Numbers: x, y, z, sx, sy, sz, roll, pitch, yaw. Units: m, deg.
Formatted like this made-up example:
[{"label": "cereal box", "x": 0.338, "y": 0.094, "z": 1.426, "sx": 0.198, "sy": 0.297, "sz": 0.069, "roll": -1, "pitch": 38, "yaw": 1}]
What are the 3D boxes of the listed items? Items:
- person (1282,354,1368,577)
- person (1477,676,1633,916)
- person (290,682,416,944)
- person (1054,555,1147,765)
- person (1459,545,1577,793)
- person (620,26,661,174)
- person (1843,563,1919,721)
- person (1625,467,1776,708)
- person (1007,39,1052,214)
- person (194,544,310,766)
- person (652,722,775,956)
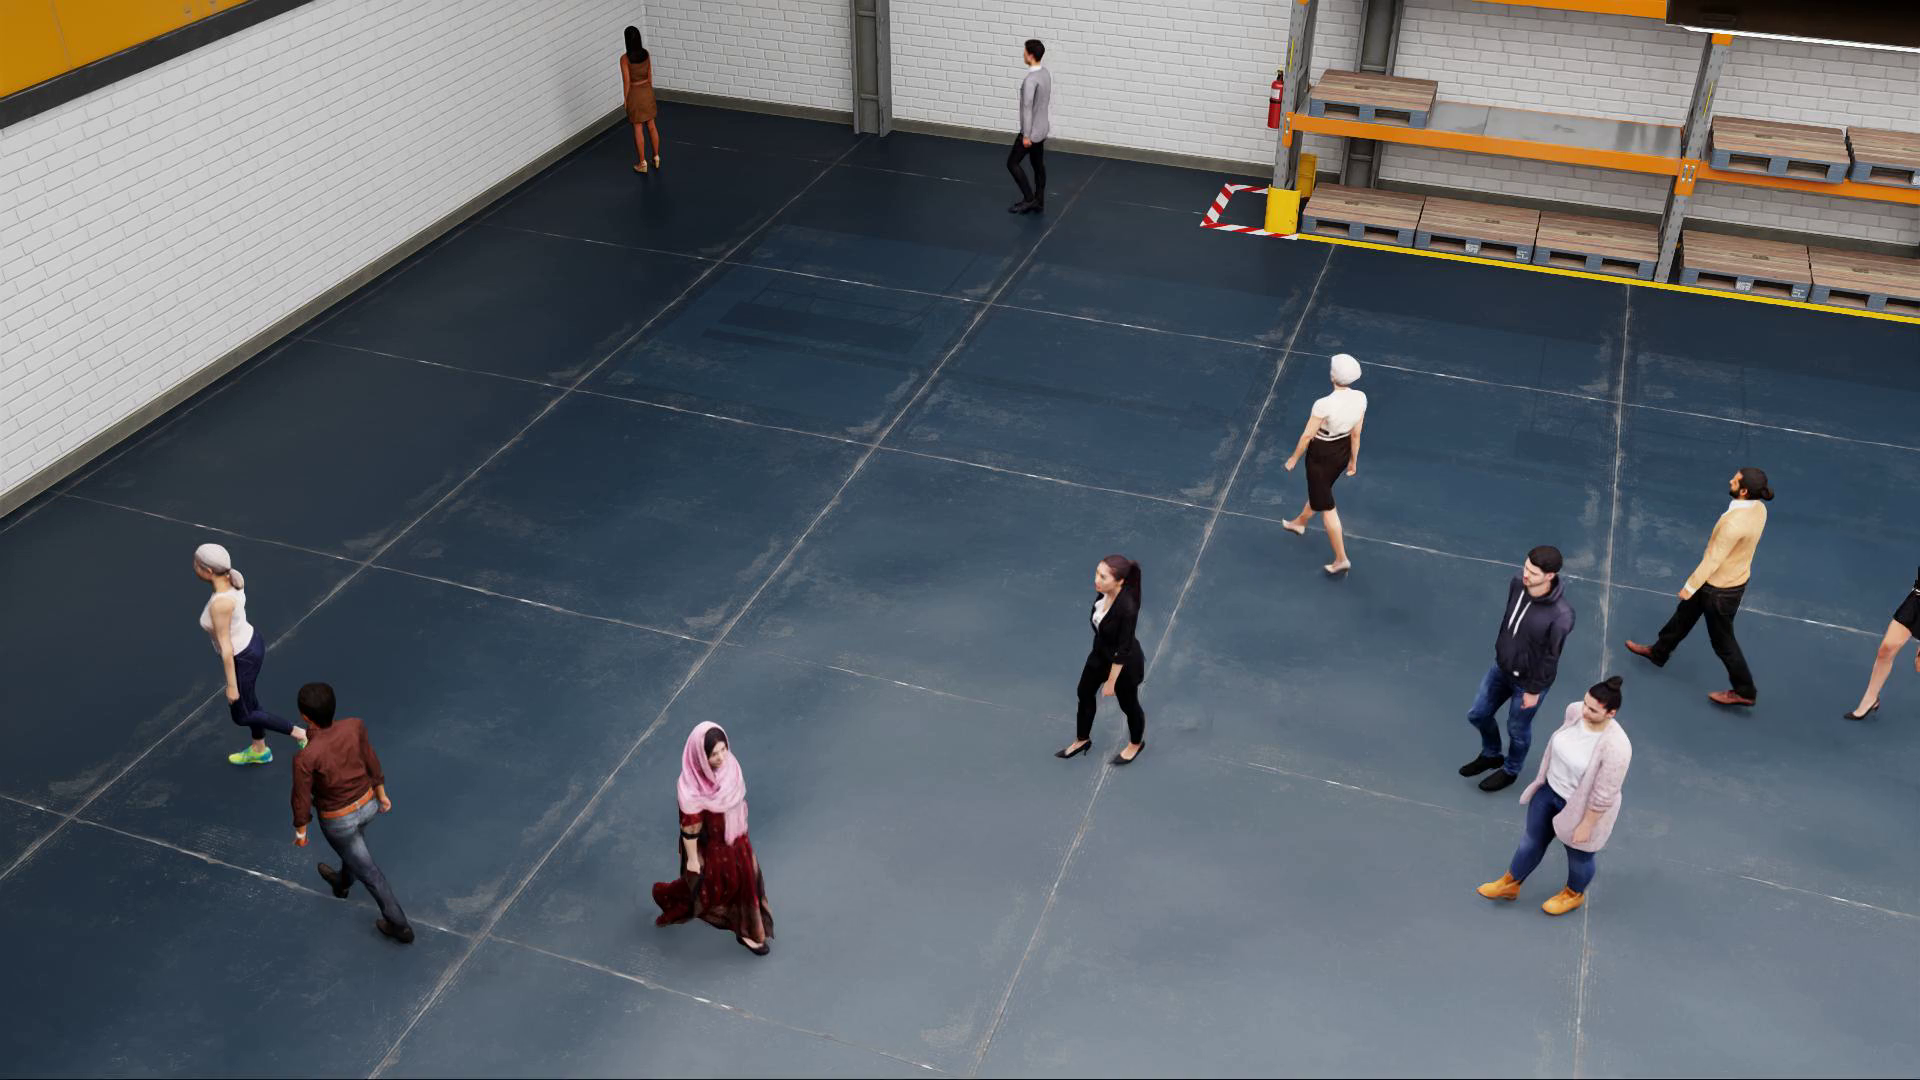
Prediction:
[{"label": "person", "x": 2.774, "y": -0.503, "z": 12.300, "sx": 1.042, "sy": 1.708, "sz": 1.159, "roll": -18, "pitch": 38, "yaw": -25}, {"label": "person", "x": 3.549, "y": 1.436, "z": 9.363, "sx": 1.025, "sy": 1.729, "sz": 0.954, "roll": -9, "pitch": 35, "yaw": -13}, {"label": "person", "x": -3.304, "y": 1.554, "z": 9.168, "sx": 1.059, "sy": 1.750, "sz": 0.770, "roll": 16, "pitch": 37, "yaw": 23}, {"label": "person", "x": 1.068, "y": 0.757, "z": 10.467, "sx": 0.950, "sy": 1.638, "sz": 0.877, "roll": -12, "pitch": 35, "yaw": -17}, {"label": "person", "x": 3.537, "y": 0.791, "z": 10.202, "sx": 0.847, "sy": 1.874, "sz": 0.786, "roll": -14, "pitch": 36, "yaw": -20}, {"label": "person", "x": -3.702, "y": -5.101, "z": 19.233, "sx": 0.621, "sy": 1.690, "sz": 0.626, "roll": 27, "pitch": 42, "yaw": 34}, {"label": "person", "x": 6.324, "y": 0.521, "z": 10.725, "sx": 1.085, "sy": 1.744, "sz": 0.824, "roll": -1, "pitch": 34, "yaw": -1}, {"label": "person", "x": 5.118, "y": 0.343, "z": 11.019, "sx": 1.242, "sy": 1.717, "sz": 0.883, "roll": 23, "pitch": 40, "yaw": 30}, {"label": "person", "x": 0.877, "y": -4.449, "z": 18.050, "sx": 0.649, "sy": 1.913, "sz": 0.782, "roll": 13, "pitch": 36, "yaw": 19}, {"label": "person", "x": -4.425, "y": 0.762, "z": 10.409, "sx": 1.009, "sy": 1.693, "sz": 0.901, "roll": -7, "pitch": 34, "yaw": -10}, {"label": "person", "x": -1.435, "y": 1.615, "z": 9.200, "sx": 1.035, "sy": 1.611, "sz": 0.767, "roll": 18, "pitch": 38, "yaw": 25}]
